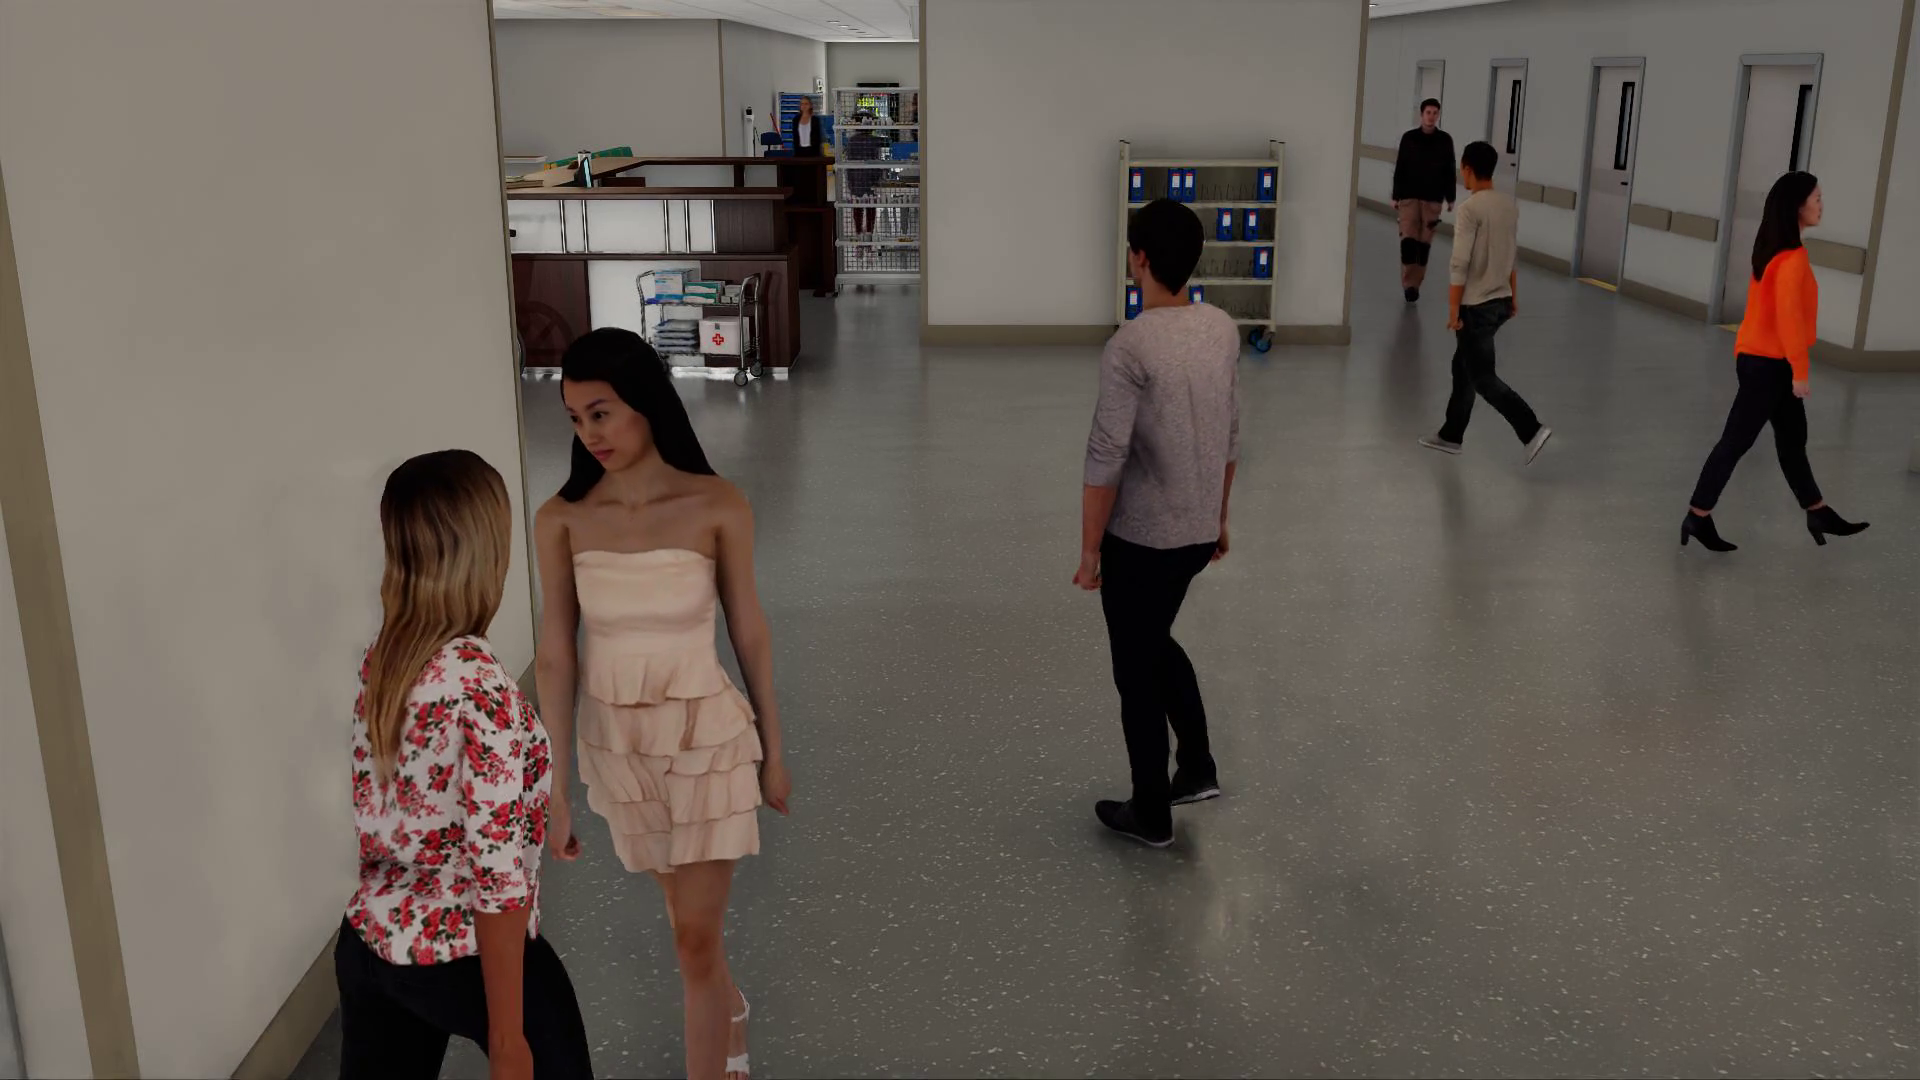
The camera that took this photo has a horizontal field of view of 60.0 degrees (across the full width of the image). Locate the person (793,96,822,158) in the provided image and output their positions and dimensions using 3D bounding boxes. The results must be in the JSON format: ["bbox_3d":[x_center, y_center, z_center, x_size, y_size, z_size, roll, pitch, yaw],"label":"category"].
[{"bbox_3d":[-2.317,-5.884,25.627,1.147,1.742,0.821,3,16,10],"label":"person"}]

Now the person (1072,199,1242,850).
[{"bbox_3d":[0.618,-0.001,4.585,0.795,1.836,0.865,-13,20,-39],"label":"person"}]

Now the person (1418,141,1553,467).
[{"bbox_3d":[2.974,-1.266,9.208,1.183,1.762,1.205,-13,20,-38],"label":"person"}]

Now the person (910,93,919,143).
[{"bbox_3d":[-0.953,-9.538,38.603,0.797,1.733,0.697,2,16,6],"label":"person"}]

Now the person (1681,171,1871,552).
[{"bbox_3d":[3.548,-0.764,7.515,1.116,1.716,0.850,5,16,17],"label":"person"}]

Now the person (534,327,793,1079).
[{"bbox_3d":[-0.567,0.440,3.307,0.969,1.682,0.702,0,16,0],"label":"person"}]

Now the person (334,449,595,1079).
[{"bbox_3d":[-0.856,0.709,2.546,1.117,1.577,1.098,13,20,39],"label":"person"}]

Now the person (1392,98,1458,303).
[{"bbox_3d":[4.419,-3.235,15.962,1.105,1.887,0.893,2,16,9],"label":"person"}]

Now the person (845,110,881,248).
[{"bbox_3d":[-1.185,-4.423,20.562,1.045,1.678,0.704,-1,16,-4],"label":"person"}]
